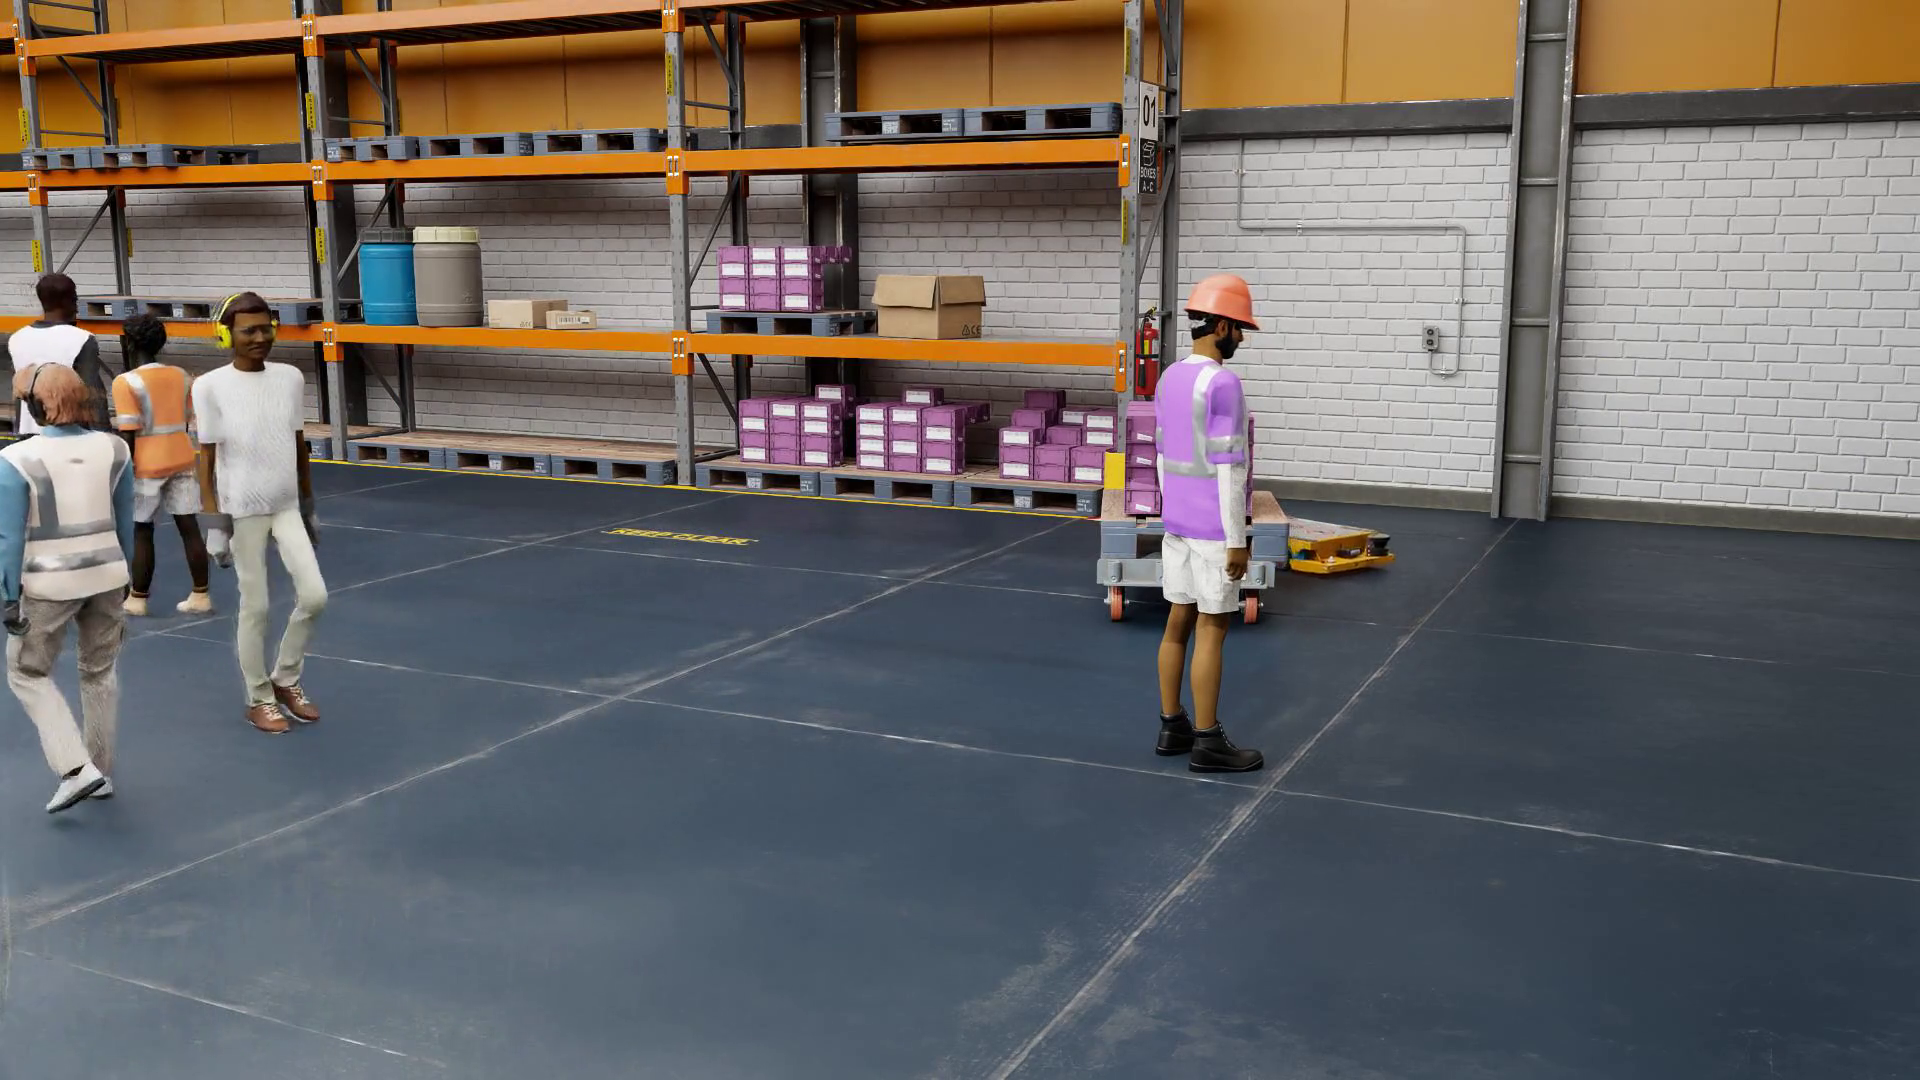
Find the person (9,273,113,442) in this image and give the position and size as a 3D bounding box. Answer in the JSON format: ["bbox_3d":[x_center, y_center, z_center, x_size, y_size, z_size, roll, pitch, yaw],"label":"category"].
[{"bbox_3d":[-5.289,-0.609,9.719,0.602,1.894,0.737,3,10,18],"label":"person"}]

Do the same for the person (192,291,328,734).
[{"bbox_3d":[-2.889,-0.101,6.931,0.436,1.852,0.549,8,13,38],"label":"person"}]

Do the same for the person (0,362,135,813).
[{"bbox_3d":[-3.203,0.175,5.981,0.430,1.632,0.537,6,12,31],"label":"person"}]

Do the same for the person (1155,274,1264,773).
[{"bbox_3d":[0.973,-0.062,6.485,0.367,1.930,0.542,-4,11,-22],"label":"person"}]

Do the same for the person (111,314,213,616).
[{"bbox_3d":[-4.442,-0.397,9.149,0.448,1.692,0.564,4,11,22],"label":"person"}]

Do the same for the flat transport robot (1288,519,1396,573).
[{"bbox_3d":[2.074,-0.006,10.908,0.652,0.197,1.431,-8,12,-37],"label":"flat transport robot"}]
